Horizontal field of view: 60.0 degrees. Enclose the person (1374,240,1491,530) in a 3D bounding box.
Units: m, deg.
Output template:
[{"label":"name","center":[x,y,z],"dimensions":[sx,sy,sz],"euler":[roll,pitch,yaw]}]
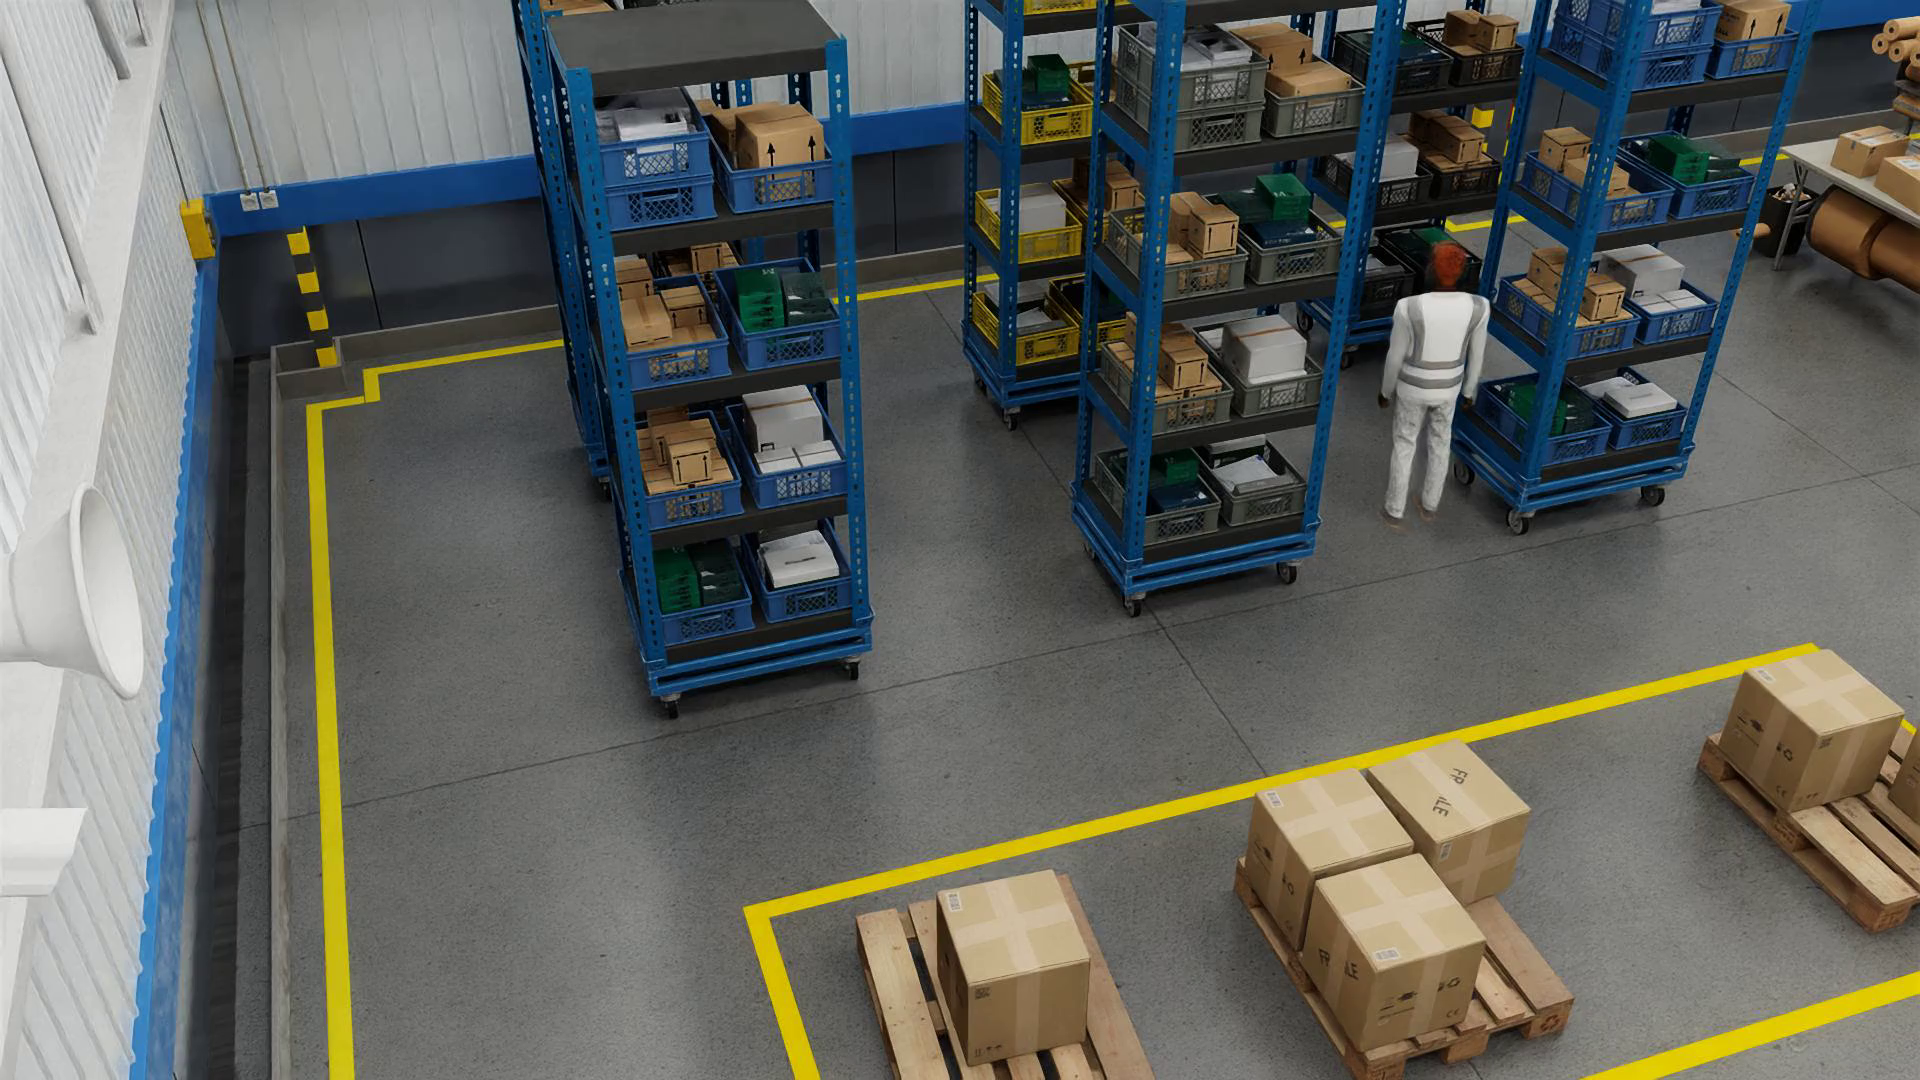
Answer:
[{"label":"person","center":[2.796,-0.905,9.938],"dimensions":[0.581,1.882,0.351],"euler":[-2,35,-3]}]
